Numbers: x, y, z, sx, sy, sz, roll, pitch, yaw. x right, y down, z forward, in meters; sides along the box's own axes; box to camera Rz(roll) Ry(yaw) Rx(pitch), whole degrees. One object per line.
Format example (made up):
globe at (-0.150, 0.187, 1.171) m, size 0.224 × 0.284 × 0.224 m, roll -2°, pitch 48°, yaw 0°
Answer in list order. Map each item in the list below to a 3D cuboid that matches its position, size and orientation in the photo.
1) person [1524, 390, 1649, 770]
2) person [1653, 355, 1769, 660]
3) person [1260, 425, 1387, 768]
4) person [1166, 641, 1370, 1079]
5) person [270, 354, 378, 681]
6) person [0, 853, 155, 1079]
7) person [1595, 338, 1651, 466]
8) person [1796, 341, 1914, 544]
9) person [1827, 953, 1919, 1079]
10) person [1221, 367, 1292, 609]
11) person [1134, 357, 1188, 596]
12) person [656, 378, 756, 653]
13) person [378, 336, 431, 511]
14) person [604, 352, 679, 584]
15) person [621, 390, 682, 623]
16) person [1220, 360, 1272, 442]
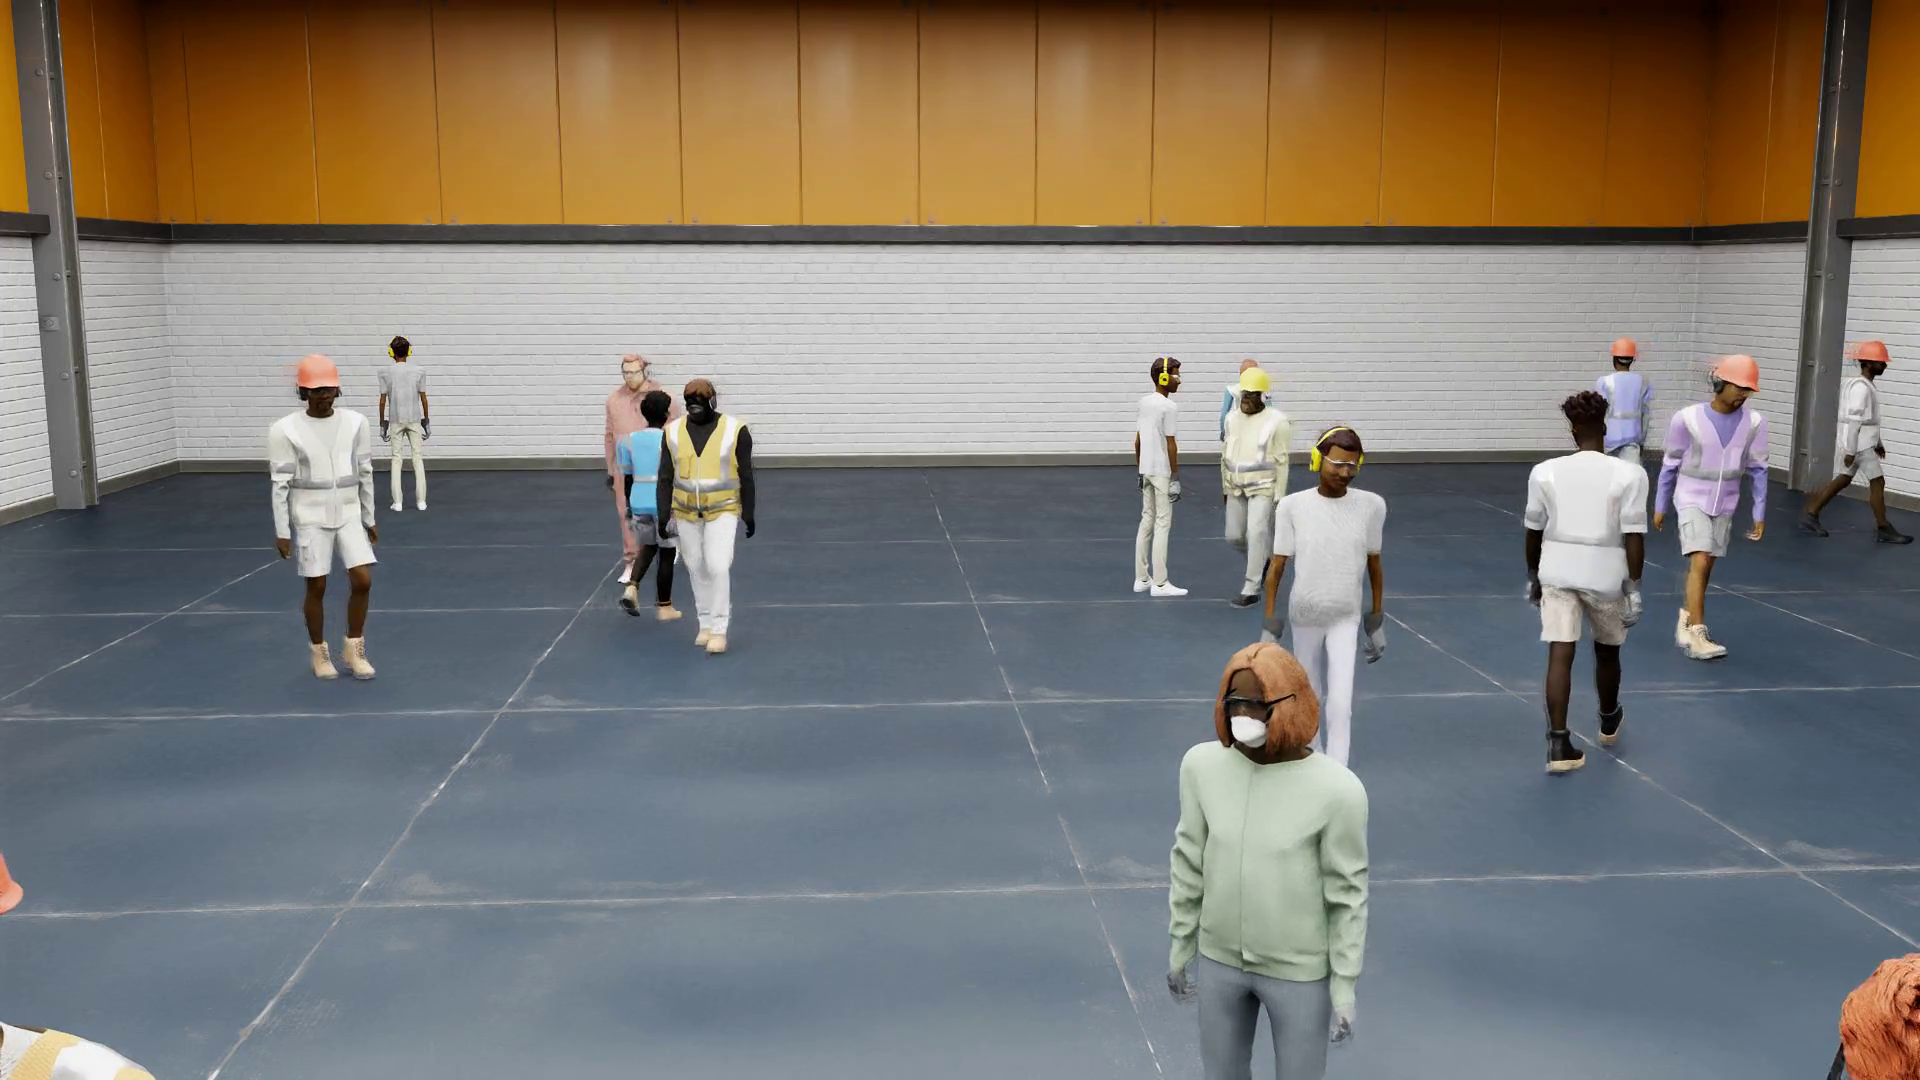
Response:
person at (3.232, 0.186, 8.597) m, size 0.626 × 1.902 × 1.032 m, roll 6°, pitch 11°, yaw 32°
person at (4.912, -0.216, 10.864) m, size 0.633 × 1.982 × 0.983 m, roll 0°, pitch 9°, yaw 1°
person at (1.632, 0.406, 7.488) m, size 0.565 × 1.816 × 0.961 m, roll 2°, pitch 9°, yaw 12°
person at (0.735, 1.047, 4.061) m, size 0.507 × 1.631 × 0.266 m, roll 6°, pitch 11°, yaw 35°
person at (-3.850, -0.117, 10.152) m, size 0.642 × 2.016 × 0.678 m, roll -7°, pitch 12°, yaw -38°
person at (-1.192, 1.225, 2.016) m, size 0.542 × 1.933 × 0.382 m, roll 1°, pitch 9°, yaw 6°
person at (6.339, -0.987, 16.012) m, size 0.563 × 1.889 × 0.995 m, roll 0°, pitch 9°, yaw 1°
person at (8.446, -0.927, 15.642) m, size 0.976 × 1.899 × 0.544 m, roll 5°, pitch 10°, yaw 27°
person at (0.929, 1.328, 1.626) m, size 0.382 × 1.853 × 0.627 m, roll -2°, pitch 9°, yaw -13°
person at (2.251, -0.403, 12.582) m, size 0.599 × 1.819 × 0.590 m, roll 9°, pitch 13°, yaw 44°
person at (1.563, -0.494, 13.019) m, size 0.319 × 1.863 × 0.521 m, roll -4°, pitch 10°, yaw -25°
person at (-1.722, -0.153, 11.029) m, size 0.650 × 1.812 × 0.744 m, roll 1°, pitch 9°, yaw 9°
person at (-5.898, -1.231, 17.679) m, size 0.519 × 1.858 × 0.317 m, roll -3°, pitch 10°, yaw -20°
person at (-2.591, -0.606, 13.669) m, size 0.637 × 1.884 × 0.659 m, roll 3°, pitch 9°, yaw 16°
person at (-2.179, -0.228, 11.914) m, size 0.542 × 1.689 × 0.400 m, roll 4°, pitch 10°, yaw 25°
person at (3.051, -1.122, 17.795) m, size 0.524 × 1.594 × 0.840 m, roll 0°, pitch 9°, yaw -2°
